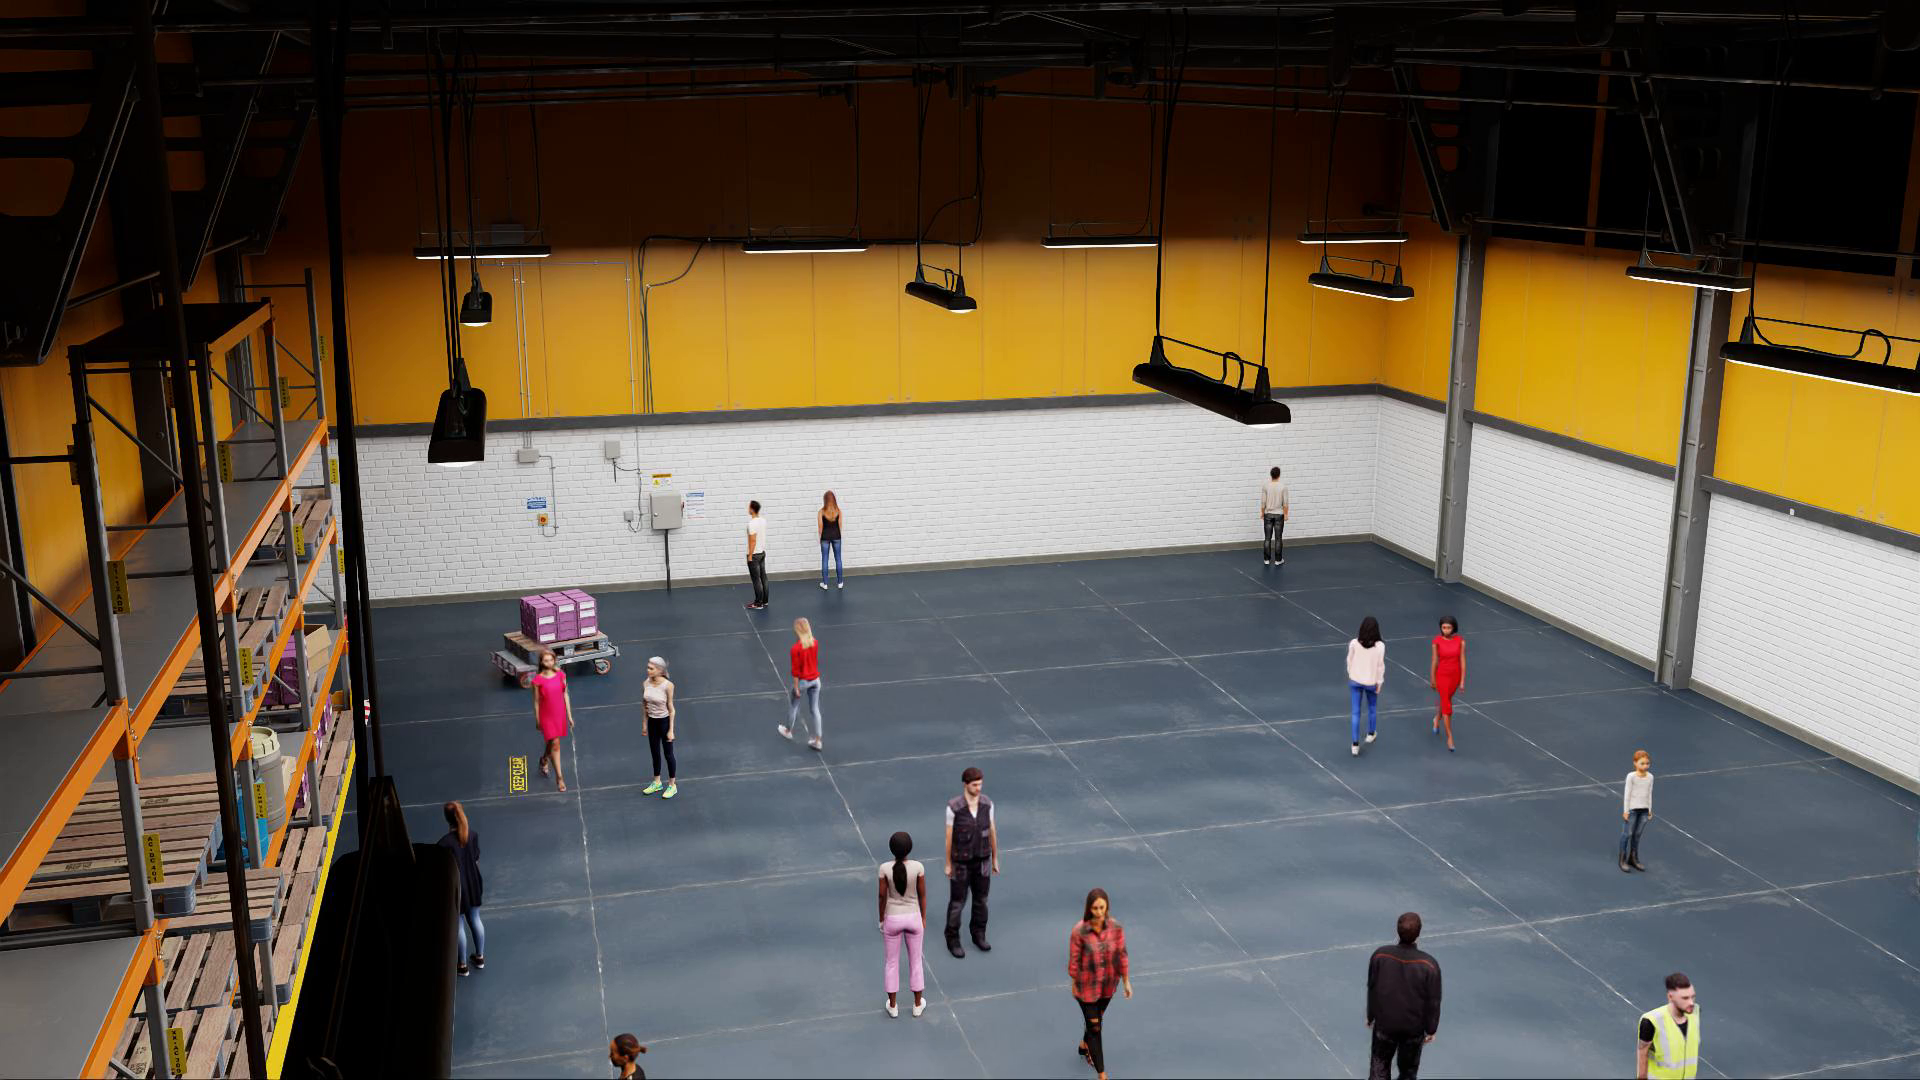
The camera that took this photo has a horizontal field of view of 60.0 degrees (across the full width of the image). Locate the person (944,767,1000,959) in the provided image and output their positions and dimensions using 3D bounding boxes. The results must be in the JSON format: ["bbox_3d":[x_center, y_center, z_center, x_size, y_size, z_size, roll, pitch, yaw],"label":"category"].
[{"bbox_3d":[0.088,3.028,15.857,0.701,1.844,0.618,-6,15,-22],"label":"person"}]

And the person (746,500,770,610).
[{"bbox_3d":[-3.358,0.228,27.511,0.782,1.802,0.680,5,15,20],"label":"person"}]

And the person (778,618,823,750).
[{"bbox_3d":[-1.902,1.845,21.104,0.893,1.673,1.093,-11,18,-39],"label":"person"}]

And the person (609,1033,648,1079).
[{"bbox_3d":[-2.240,4.175,11.498,0.658,1.668,0.475,-2,14,-10],"label":"person"}]

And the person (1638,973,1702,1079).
[{"bbox_3d":[5.121,3.948,12.079,0.739,1.834,0.735,-6,15,-23],"label":"person"}]

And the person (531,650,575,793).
[{"bbox_3d":[-4.918,2.120,19.948,0.865,1.685,1.105,-11,18,-39],"label":"person"}]

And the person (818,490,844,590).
[{"bbox_3d":[-2.227,-0.016,28.687,0.584,1.723,0.517,-3,14,-14],"label":"person"}]

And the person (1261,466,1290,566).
[{"bbox_3d":[5.726,-0.453,30.304,0.739,1.811,0.751,5,14,19],"label":"person"}]

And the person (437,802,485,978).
[{"bbox_3d":[-4.623,3.214,15.416,0.749,1.690,0.721,11,17,38],"label":"person"}]

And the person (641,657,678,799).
[{"bbox_3d":[-3.536,2.185,19.639,0.679,1.703,0.732,7,15,27],"label":"person"}]

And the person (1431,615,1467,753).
[{"bbox_3d":[6.230,1.792,21.293,0.750,1.689,1.157,0,14,0],"label":"person"}]

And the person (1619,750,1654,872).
[{"bbox_3d":[7.180,2.863,17.662,0.478,1.316,0.501,-3,14,-11],"label":"person"}]

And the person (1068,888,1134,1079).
[{"bbox_3d":[1.106,3.640,13.731,0.641,1.657,1.041,-4,14,-17],"label":"person"}]

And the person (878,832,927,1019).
[{"bbox_3d":[-0.504,3.371,14.661,0.620,1.740,0.574,-1,14,-3],"label":"person"}]

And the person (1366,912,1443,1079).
[{"bbox_3d":[3.381,3.767,12.844,0.931,1.827,0.992,5,15,21],"label":"person"}]

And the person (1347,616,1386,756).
[{"bbox_3d":[5.069,1.854,20.936,0.989,1.735,1.093,5,15,20],"label":"person"}]
